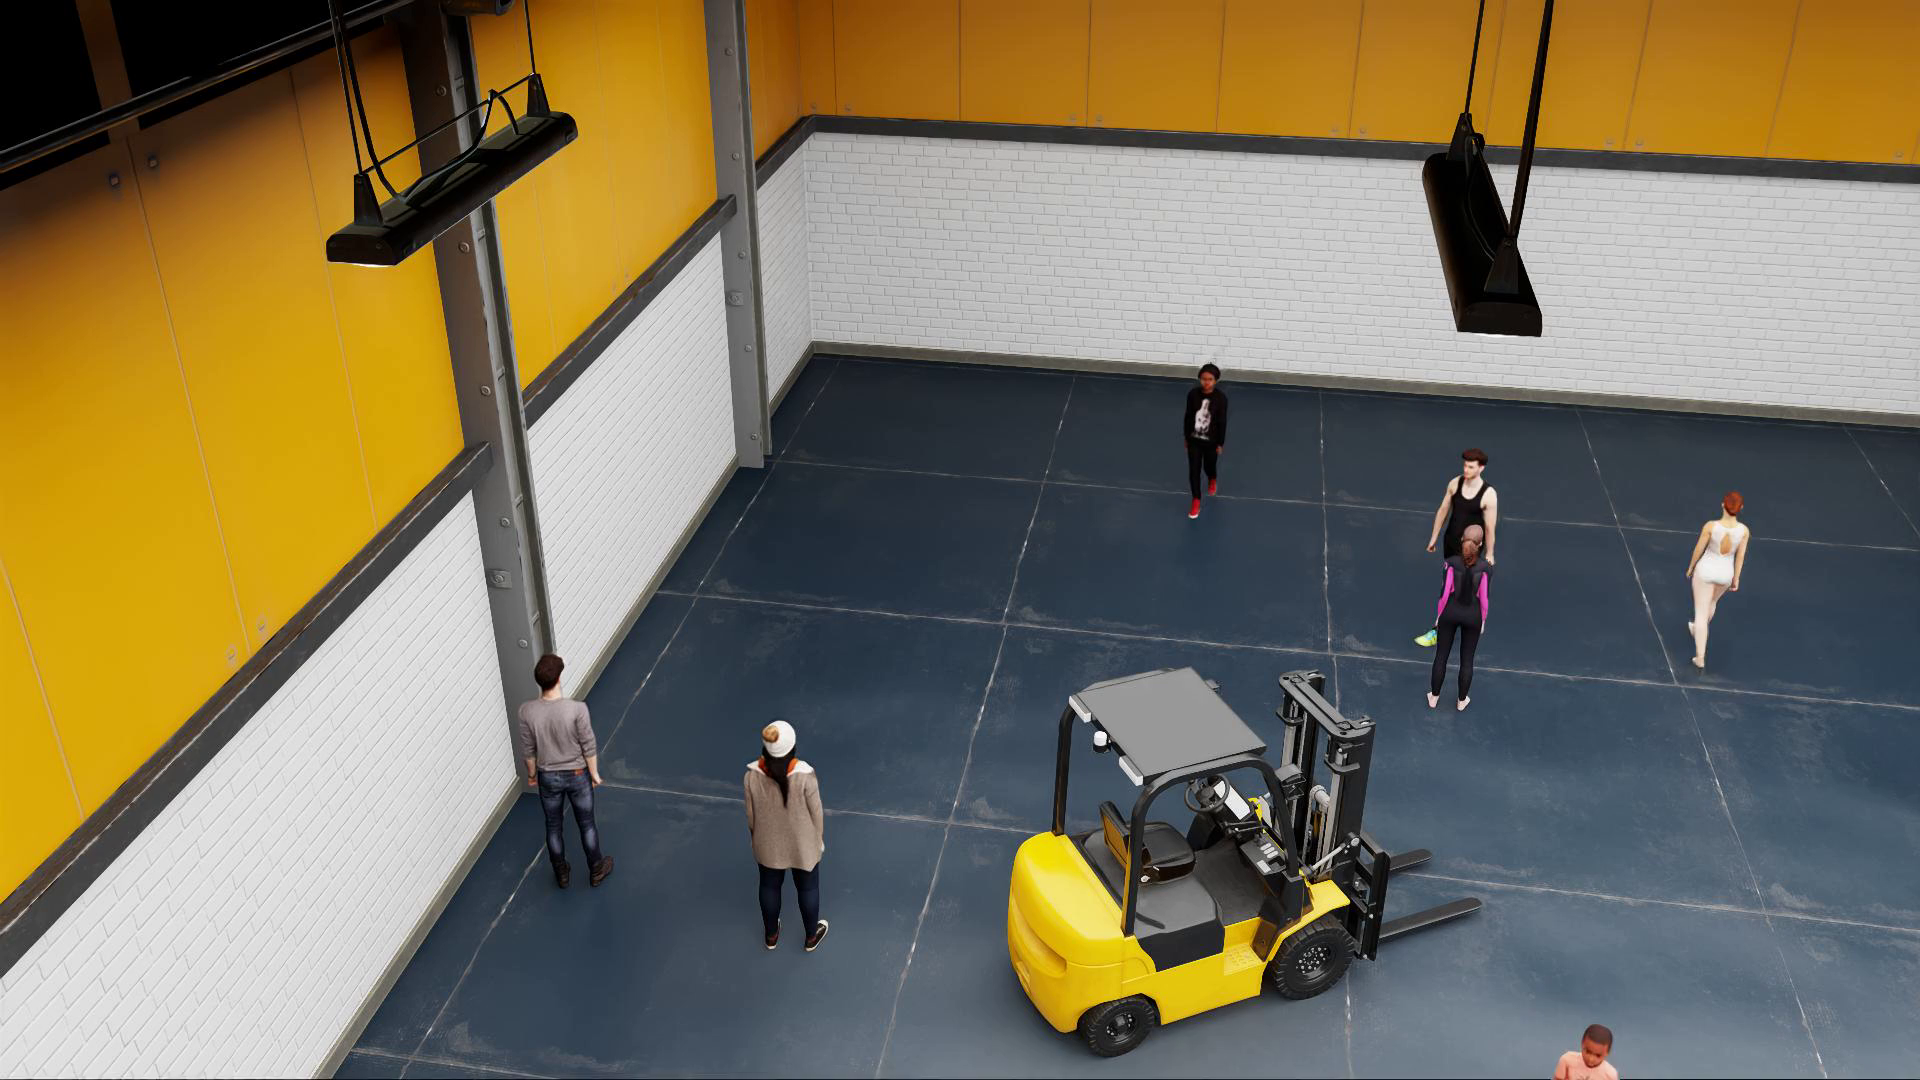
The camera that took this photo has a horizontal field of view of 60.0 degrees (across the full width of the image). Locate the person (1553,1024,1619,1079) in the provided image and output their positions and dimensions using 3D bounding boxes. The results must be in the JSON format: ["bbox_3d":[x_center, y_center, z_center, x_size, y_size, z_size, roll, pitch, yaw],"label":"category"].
[{"bbox_3d":[3.567,3.266,9.611,0.571,1.300,0.608,14,32,25],"label":"person"}]

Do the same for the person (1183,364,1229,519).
[{"bbox_3d":[2.531,-1.072,17.187,0.691,1.661,0.923,10,30,17],"label":"person"}]

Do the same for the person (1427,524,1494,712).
[{"bbox_3d":[4.195,0.646,13.942,0.577,1.752,0.595,8,30,15],"label":"person"}]

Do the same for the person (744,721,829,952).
[{"bbox_3d":[-1.192,2.001,11.315,0.685,1.890,0.661,3,29,6],"label":"person"}]

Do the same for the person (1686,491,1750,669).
[{"bbox_3d":[6.631,0.368,14.608,0.564,1.603,1.032,5,29,8],"label":"person"}]

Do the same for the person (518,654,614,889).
[{"bbox_3d":[-2.842,1.676,11.895,0.724,1.905,0.639,-1,29,-1],"label":"person"}]

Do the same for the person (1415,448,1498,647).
[{"bbox_3d":[4.586,0.026,14.987,1.270,1.841,1.194,-20,34,-32],"label":"person"}]
